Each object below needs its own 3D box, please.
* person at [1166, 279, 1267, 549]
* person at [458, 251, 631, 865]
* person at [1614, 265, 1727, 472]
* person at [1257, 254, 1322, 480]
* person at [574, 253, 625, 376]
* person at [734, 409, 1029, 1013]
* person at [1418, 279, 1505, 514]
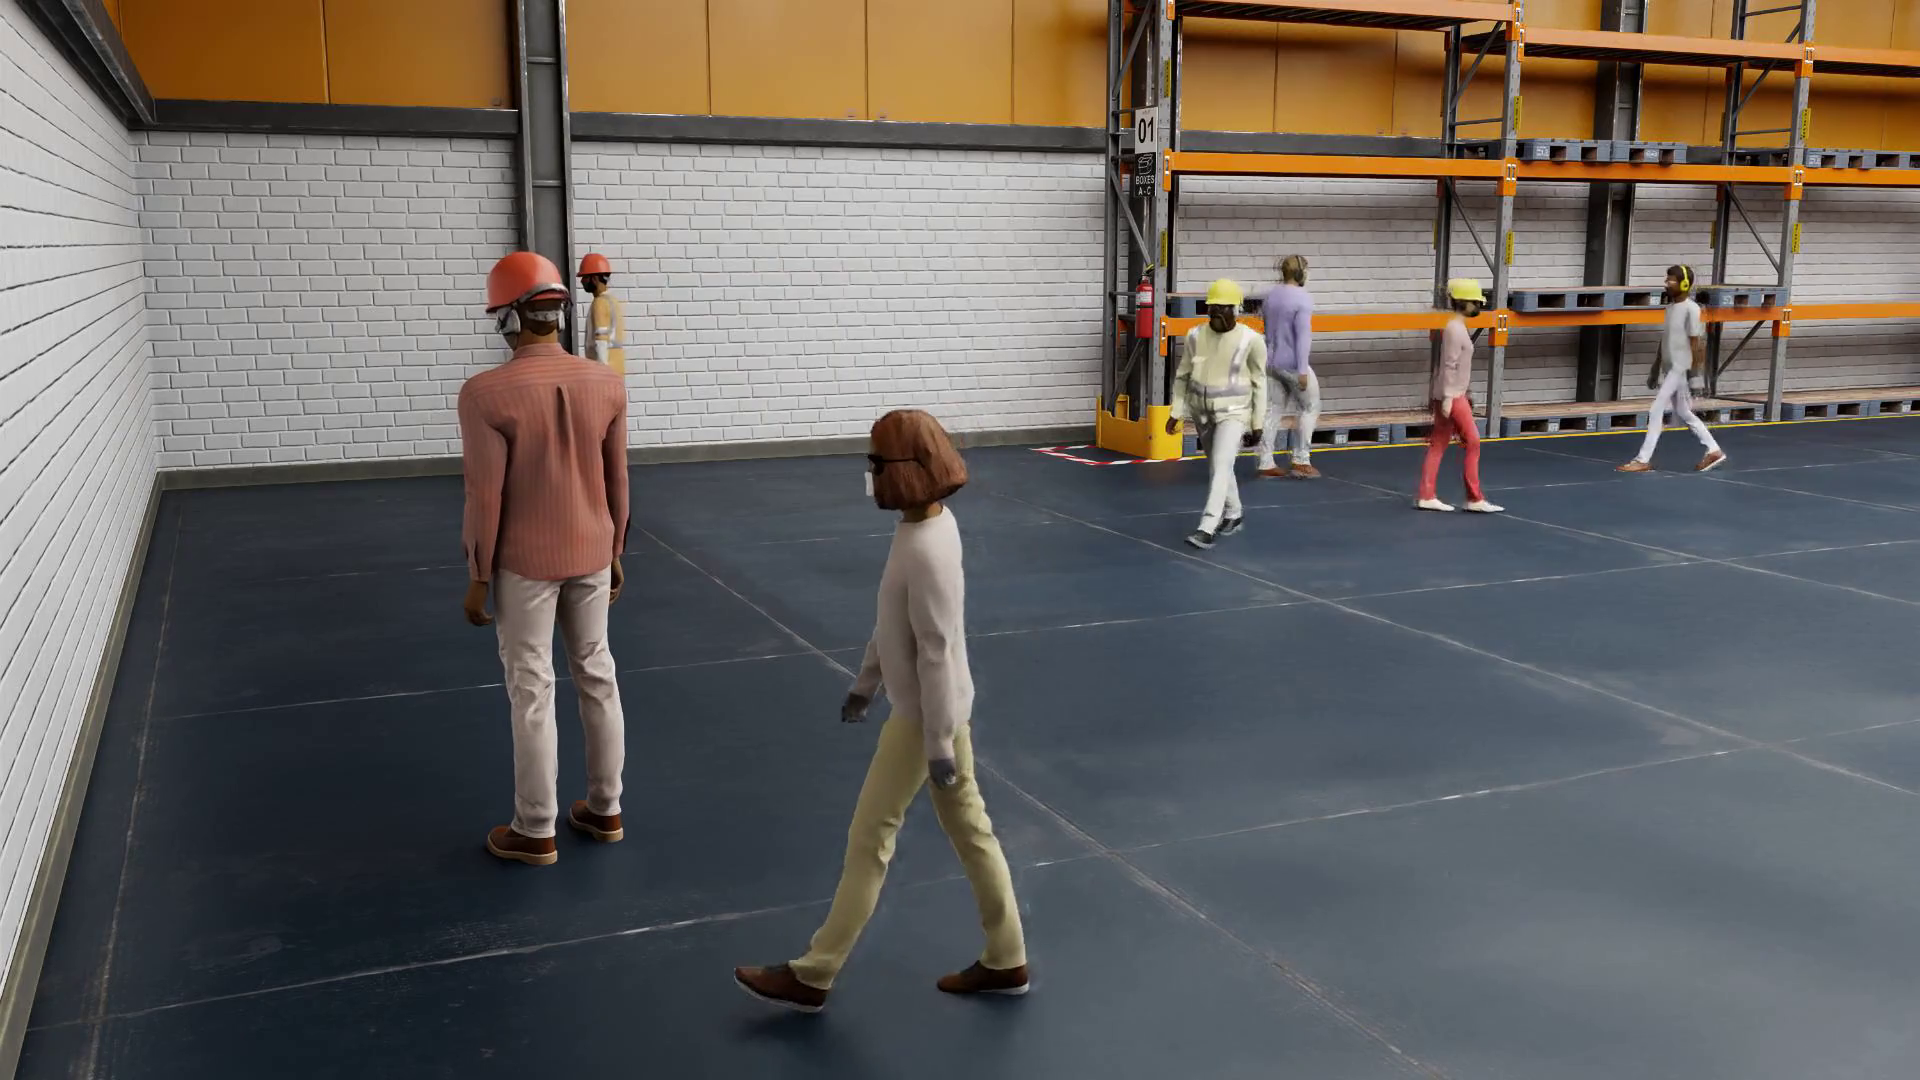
[{"bbox_3d":[1.734,-0.855,11.175,0.599,1.782,0.973,8,13,38],"label":"person"},{"bbox_3d":[-1.354,0.064,5.446,0.384,1.991,0.609,9,14,42],"label":"person"},{"bbox_3d":[6.322,-1.496,14.611,0.966,1.834,0.532,0,10,3],"label":"person"},{"bbox_3d":[2.848,-1.459,14.134,0.697,1.913,0.670,-5,11,-26],"label":"person"},{"bbox_3d":[-2.958,-1.379,13.663,0.397,1.930,0.581,-1,10,-3],"label":"person"},{"bbox_3d":[-0.180,0.458,4.351,0.788,1.595,0.505,0,10,3],"label":"person"},{"bbox_3d":[3.784,-1.054,12.338,0.740,1.736,0.553,3,11,17],"label":"person"}]
